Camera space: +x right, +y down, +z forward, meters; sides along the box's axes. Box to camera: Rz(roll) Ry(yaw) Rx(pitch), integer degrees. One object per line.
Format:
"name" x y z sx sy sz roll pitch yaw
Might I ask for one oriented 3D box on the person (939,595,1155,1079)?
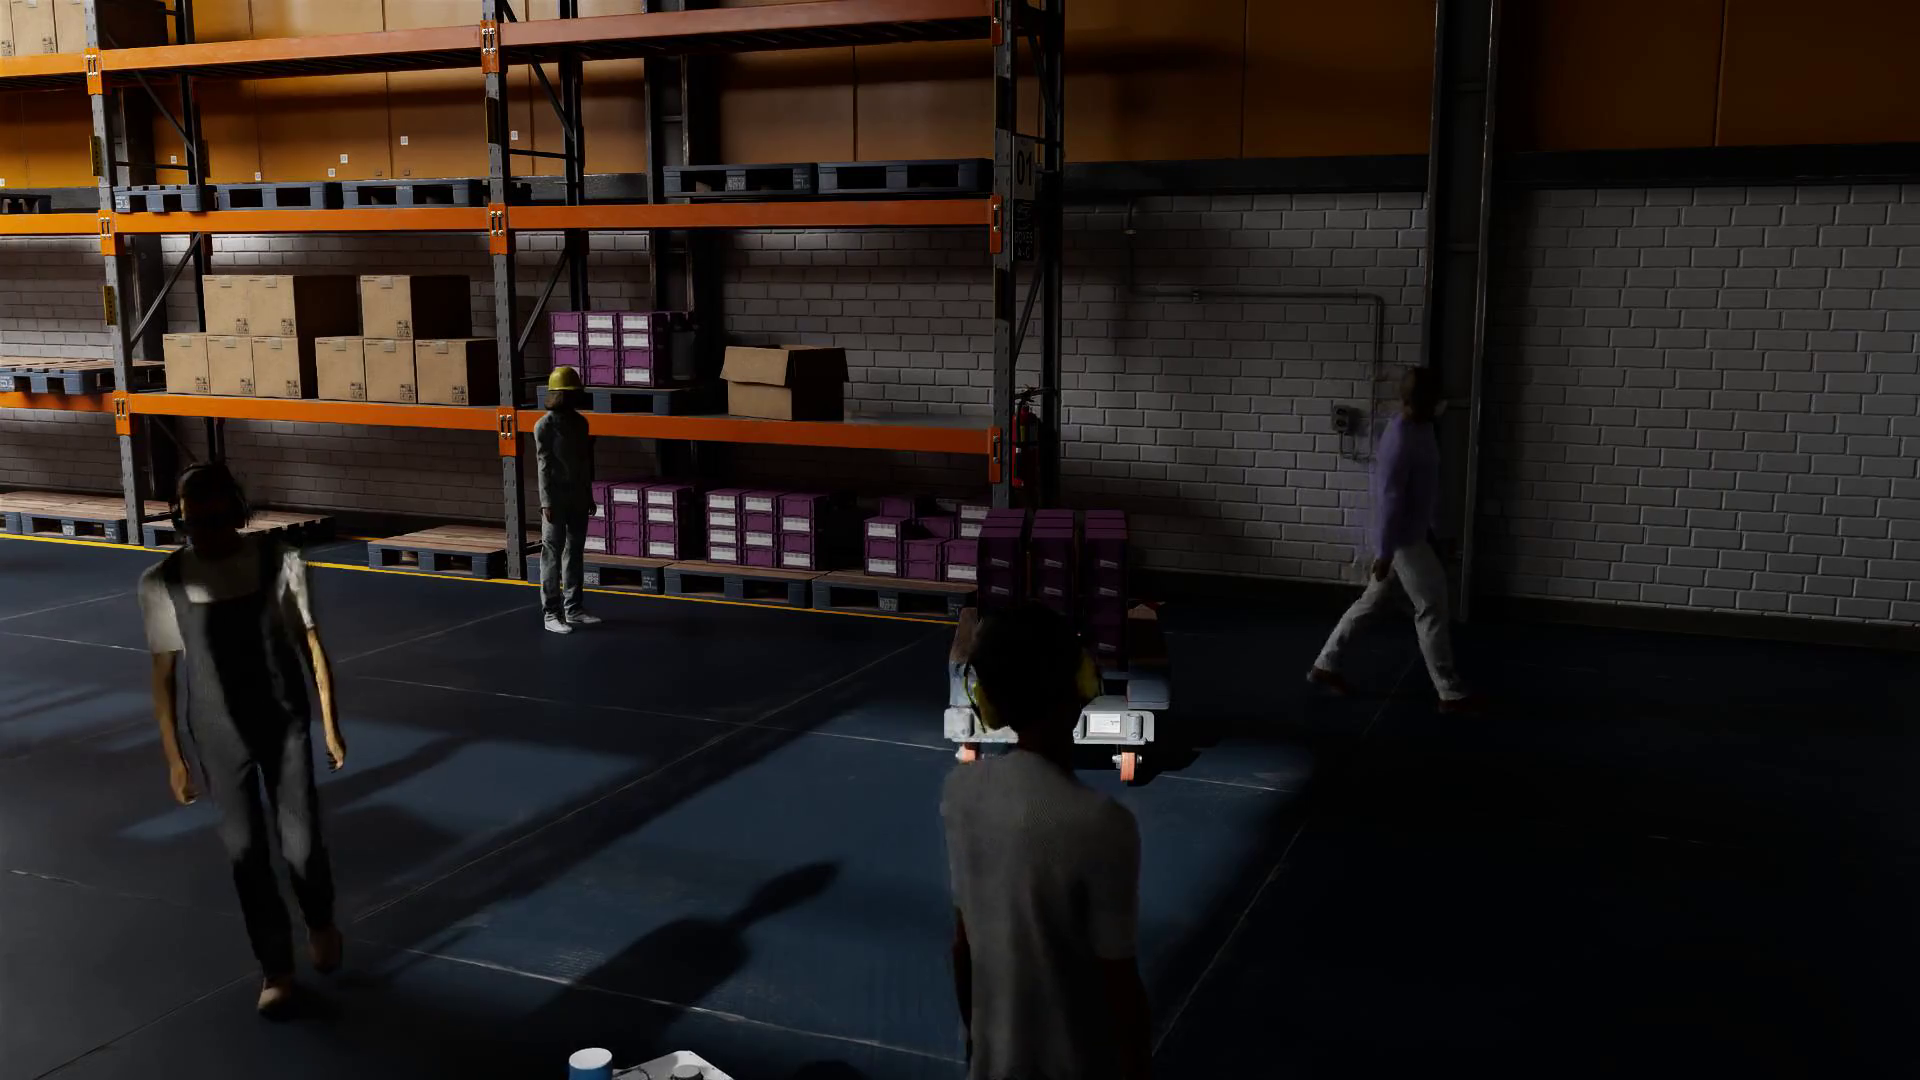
"person" 0.179 1.013 3.036 0.654 1.829 0.550 -6 11 -31

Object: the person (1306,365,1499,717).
"person" 2.375 -0.005 8.991 1.034 1.898 0.646 4 10 20

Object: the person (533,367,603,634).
"person" -2.580 -0.269 10.972 0.296 1.744 0.484 5 11 26

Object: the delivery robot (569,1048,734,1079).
"delivery robot" -0.866 1.451 3.946 0.707 0.478 0.477 -8 13 -40

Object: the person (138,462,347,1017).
"person" -2.280 0.637 5.337 0.565 1.814 0.470 -3 10 -16
